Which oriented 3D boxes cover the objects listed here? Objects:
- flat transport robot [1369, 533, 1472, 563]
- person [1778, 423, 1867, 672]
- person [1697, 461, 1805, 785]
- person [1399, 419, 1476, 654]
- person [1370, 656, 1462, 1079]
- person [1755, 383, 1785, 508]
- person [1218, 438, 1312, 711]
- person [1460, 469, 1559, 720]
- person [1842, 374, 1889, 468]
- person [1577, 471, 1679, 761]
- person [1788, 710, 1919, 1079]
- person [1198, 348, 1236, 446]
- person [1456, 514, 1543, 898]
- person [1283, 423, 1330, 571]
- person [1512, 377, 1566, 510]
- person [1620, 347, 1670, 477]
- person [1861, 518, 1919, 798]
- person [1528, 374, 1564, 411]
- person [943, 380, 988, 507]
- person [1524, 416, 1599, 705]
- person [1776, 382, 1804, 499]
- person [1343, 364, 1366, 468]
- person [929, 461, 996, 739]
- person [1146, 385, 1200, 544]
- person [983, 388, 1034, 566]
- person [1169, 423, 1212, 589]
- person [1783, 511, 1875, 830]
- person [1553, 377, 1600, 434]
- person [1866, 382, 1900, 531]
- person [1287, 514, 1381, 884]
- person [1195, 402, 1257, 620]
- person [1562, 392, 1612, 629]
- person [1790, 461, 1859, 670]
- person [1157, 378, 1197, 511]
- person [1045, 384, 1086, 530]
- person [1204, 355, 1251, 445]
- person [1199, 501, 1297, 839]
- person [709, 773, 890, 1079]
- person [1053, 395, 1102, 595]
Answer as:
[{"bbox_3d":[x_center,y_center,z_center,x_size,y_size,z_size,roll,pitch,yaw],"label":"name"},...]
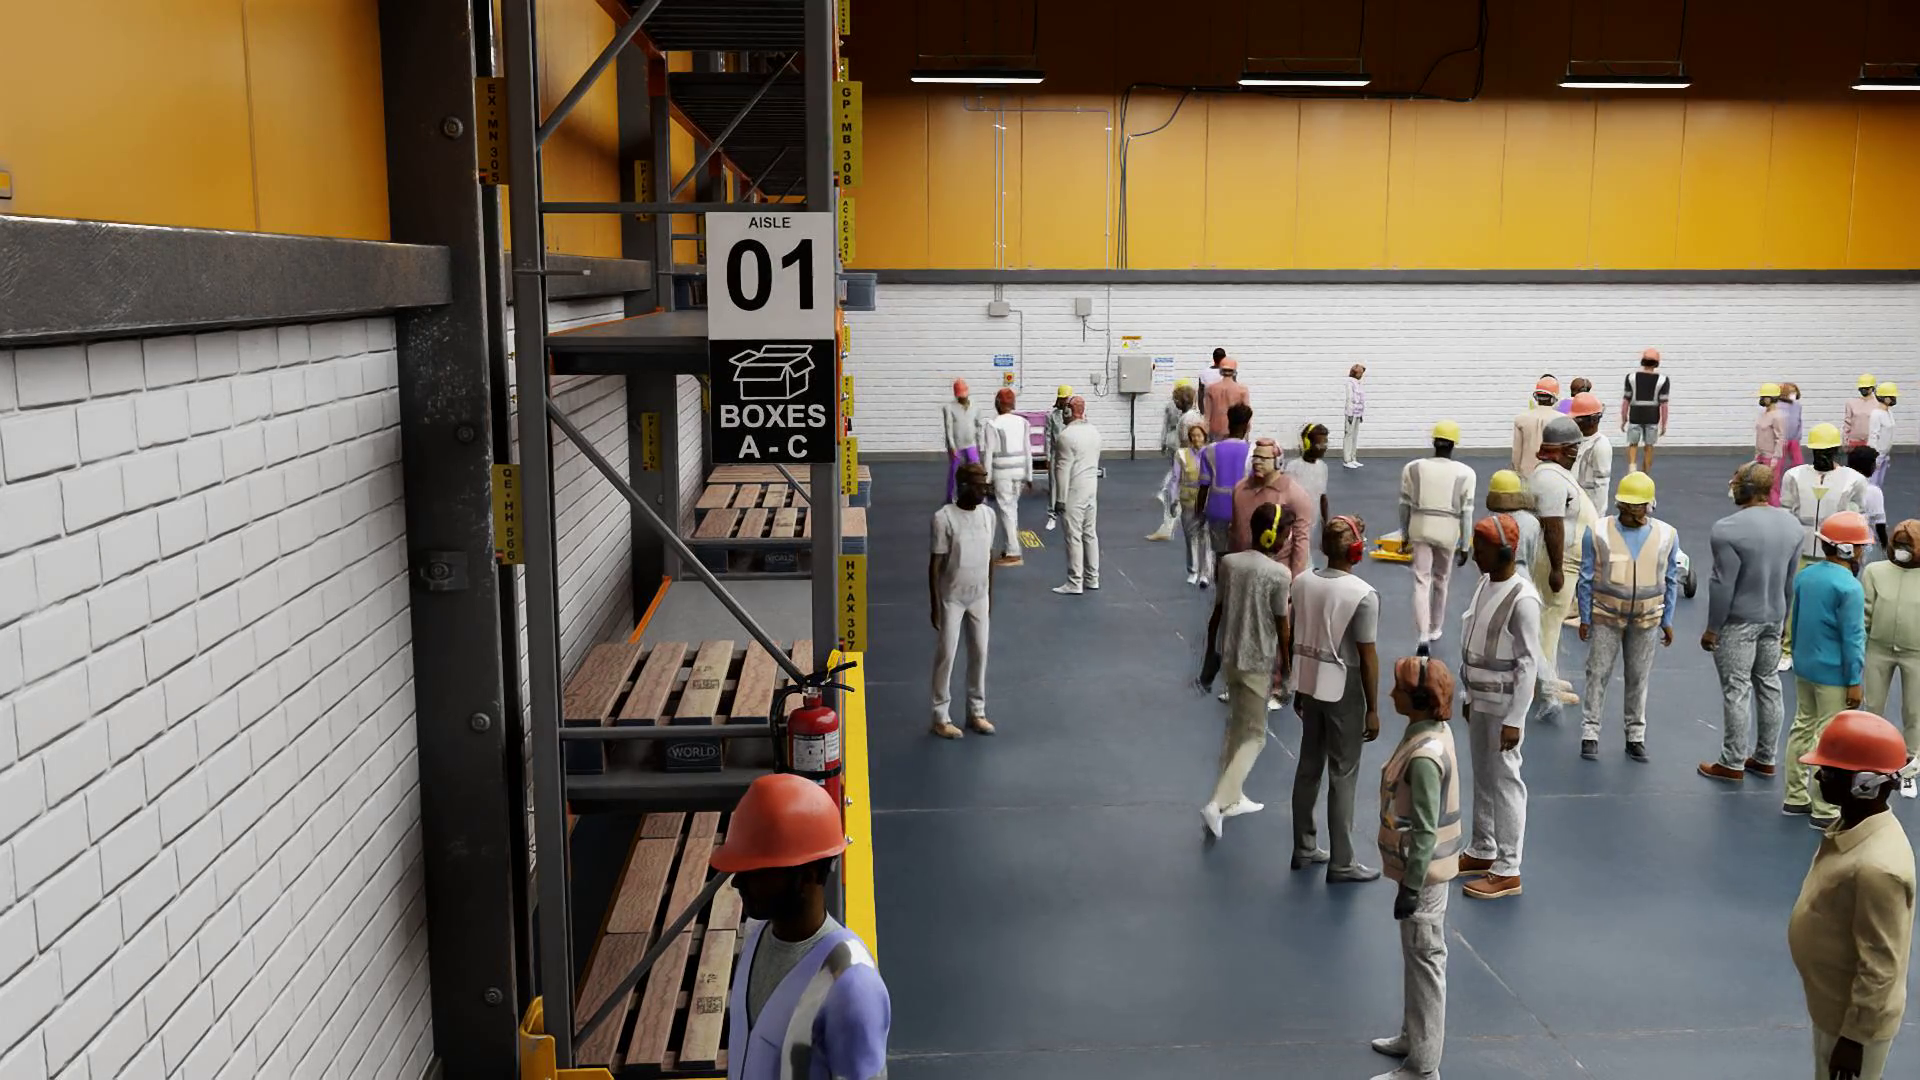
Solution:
[{"bbox_3d":[5.005,0.039,18.011,0.652,0.197,1.431,6,11,34],"label":"flat transport robot"},{"bbox_3d":[6.499,0.074,12.604,0.595,1.925,0.372,7,11,36],"label":"person"},{"bbox_3d":[4.704,0.495,9.931,0.628,1.938,0.375,-3,10,-19],"label":"person"},{"bbox_3d":[3.841,-0.037,13.455,0.593,1.883,0.974,3,9,18],"label":"person"},{"bbox_3d":[1.708,1.235,6.211,0.310,1.642,0.514,3,9,17],"label":"person"},{"bbox_3d":[9.566,-0.980,19.728,0.330,1.768,0.526,0,9,2],"label":"person"},{"bbox_3d":[2.124,0.232,11.669,0.399,1.912,0.642,-9,13,-44],"label":"person"},{"bbox_3d":[3.815,0.370,11.465,0.488,1.707,0.858,-2,9,-13],"label":"person"},{"bbox_3d":[11.772,-1.281,21.662,0.529,1.760,0.348,9,12,43],"label":"person"},{"bbox_3d":[4.164,0.477,10.389,0.591,1.828,0.403,2,9,11],"label":"person"},{"bbox_3d":[2.653,1.370,5.009,0.327,1.753,0.563,3,10,20],"label":"person"},{"bbox_3d":[3.963,-2.003,25.673,0.591,1.918,0.383,4,10,24],"label":"person"},{"bbox_3d":[2.617,0.804,8.152,0.355,1.887,0.574,-1,9,-5],"label":"person"},{"bbox_3d":[2.829,-0.029,13.552,0.674,1.836,0.524,8,12,43],"label":"person"},{"bbox_3d":[6.007,-0.685,17.159,0.613,1.994,0.381,6,11,33],"label":"person"},{"bbox_3d":[9.668,-1.708,23.483,0.636,2.026,0.487,5,10,26],"label":"person"},{"bbox_3d":[5.482,0.682,9.710,0.498,1.633,0.278,8,12,40],"label":"person"},{"bbox_3d":[8.053,-1.436,22.864,0.548,1.688,0.320,7,11,36],"label":"person"},{"bbox_3d":[0.050,-1.245,21.644,0.568,1.687,0.770,-3,10,-21],"label":"person"},{"bbox_3d":[4.296,0.133,11.882,0.537,2.000,0.683,2,9,15],"label":"person"},{"bbox_3d":[11.089,-1.305,22.259,0.506,1.613,0.469,-2,9,-15],"label":"person"},{"bbox_3d":[6.225,-1.959,26.274,0.310,1.640,0.514,6,11,31],"label":"person"},{"bbox_3d":[0.017,0.392,10.914,0.525,1.834,0.355,-5,11,-31],"label":"person"},{"bbox_3d":[2.566,-0.846,18.761,0.866,1.814,0.520,2,9,10],"label":"person"},{"bbox_3d":[0.537,-0.664,17.528,0.623,1.855,0.632,-7,11,-37],"label":"person"},{"bbox_3d":[2.291,-0.325,16.123,0.526,1.601,0.811,3,9,17],"label":"person"},{"bbox_3d":[4.795,0.710,9.153,0.333,1.753,0.562,0,9,-2],"label":"person"},{"bbox_3d":[7.264,-0.992,19.592,0.430,1.838,0.619,-6,11,-34],"label":"person"},{"bbox_3d":[10.964,-0.994,19.816,0.523,1.769,0.323,-9,12,-43],"label":"person"},{"bbox_3d":[1.863,0.791,8.345,0.372,1.847,0.571,-6,11,-31],"label":"person"},{"bbox_3d":[2.335,-0.219,14.400,0.635,1.940,0.649,4,10,25],"label":"person"},{"bbox_3d":[5.358,-0.253,14.308,0.385,2.040,0.605,0,9,2],"label":"person"},{"bbox_3d":[6.559,0.211,12.661,0.498,1.634,0.278,7,11,36],"label":"person"},{"bbox_3d":[2.821,-1.224,21.392,0.451,1.723,0.521,-8,12,-43],"label":"person"},{"bbox_3d":[1.253,-0.984,19.827,0.487,1.744,0.312,1,9,6],"label":"person"},{"bbox_3d":[3.538,-1.466,22.148,0.633,1.975,0.837,4,10,26],"label":"person"},{"bbox_3d":[1.504,0.700,9.032,0.716,1.839,0.599,-7,11,-37],"label":"person"},{"bbox_3d":[-0.381,1.472,3.798,0.354,1.939,0.544,-6,11,-35],"label":"person"},{"bbox_3d":[1.096,-0.435,15.919,0.398,1.900,0.649,6,11,35],"label":"person"}]
